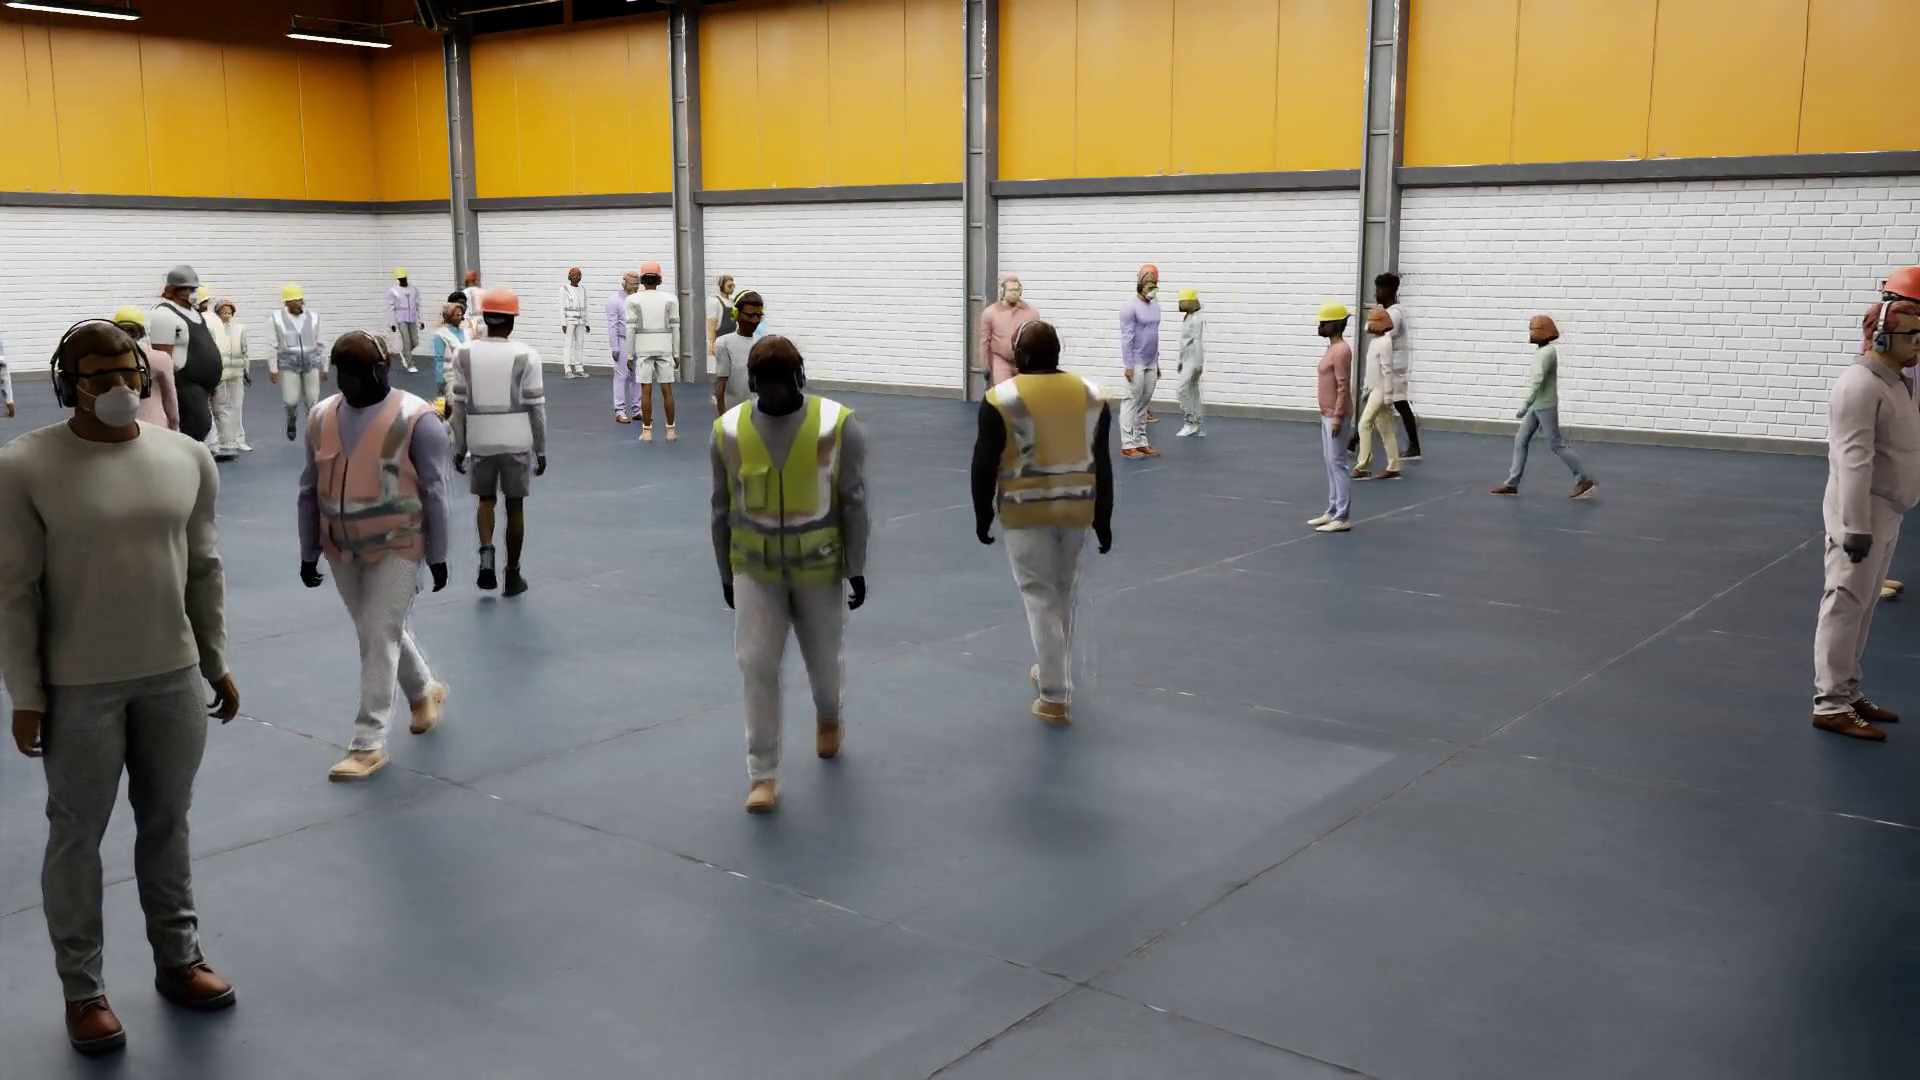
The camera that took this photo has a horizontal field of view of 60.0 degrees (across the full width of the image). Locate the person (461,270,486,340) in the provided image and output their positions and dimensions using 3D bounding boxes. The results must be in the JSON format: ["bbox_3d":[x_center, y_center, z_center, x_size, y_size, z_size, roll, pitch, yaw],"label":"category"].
[{"bbox_3d":[-7.763,-3.355,26.438,0.435,1.865,0.600,3,10,18],"label":"person"}]

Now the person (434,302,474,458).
[{"bbox_3d":[-5.284,-1.670,17.336,0.588,1.619,0.524,5,11,28],"label":"person"}]

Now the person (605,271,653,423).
[{"bbox_3d":[-4.128,-2.422,20.918,0.403,1.901,0.637,8,12,38],"label":"person"}]

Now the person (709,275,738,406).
[{"bbox_3d":[-3.143,-2.654,22.444,0.400,1.835,0.537,5,11,26],"label":"person"}]

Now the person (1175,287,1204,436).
[{"bbox_3d":[2.624,-2.047,19.225,0.522,1.721,0.512,-2,10,-9],"label":"person"}]

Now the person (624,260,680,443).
[{"bbox_3d":[-3.451,-2.110,18.681,0.609,2.044,0.394,-3,10,-17],"label":"person"}]

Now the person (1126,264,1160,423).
[{"bbox_3d":[2.305,-2.448,20.823,0.398,1.984,0.609,8,12,38],"label":"person"}]

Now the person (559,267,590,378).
[{"bbox_3d":[-6.585,-3.708,28.442,0.356,1.886,0.573,8,12,38],"label":"person"}]

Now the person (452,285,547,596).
[{"bbox_3d":[-2.826,-0.599,10.238,0.571,1.920,0.430,0,10,-2],"label":"person"}]

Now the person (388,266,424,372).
[{"bbox_3d":[-9.991,-3.964,29.899,0.605,1.895,0.658,-9,13,-43],"label":"person"}]

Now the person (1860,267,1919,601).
[{"bbox_3d":[5.710,-0.653,10.229,0.399,2.033,0.605,8,12,38],"label":"person"}]

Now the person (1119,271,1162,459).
[{"bbox_3d":[1.884,-1.811,17.263,0.373,1.933,0.627,8,12,38],"label":"person"}]

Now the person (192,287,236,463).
[{"bbox_3d":[-7.618,-1.652,16.700,0.584,1.813,0.613,0,10,1],"label":"person"}]

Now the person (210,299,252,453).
[{"bbox_3d":[-7.819,-1.746,17.740,0.313,1.639,0.513,8,12,38],"label":"person"}]

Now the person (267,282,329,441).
[{"bbox_3d":[-7.187,-1.894,18.088,0.644,1.808,0.532,-7,12,-35],"label":"person"}]

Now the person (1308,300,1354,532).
[{"bbox_3d":[2.832,-0.943,12.702,0.331,1.765,0.533,1,10,3],"label":"person"}]

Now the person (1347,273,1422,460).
[{"bbox_3d":[4.311,-1.771,17.078,1.001,1.909,0.623,1,10,8],"label":"person"}]

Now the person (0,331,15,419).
[{"bbox_3d":[-8.249,-1.205,13.924,1.028,1.879,0.543,6,12,32],"label":"person"}]

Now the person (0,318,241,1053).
[{"bbox_3d":[-2.270,0.376,4.511,0.373,1.941,0.627,8,12,38],"label":"person"}]

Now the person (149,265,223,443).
[{"bbox_3d":[-6.824,-1.434,14.753,0.540,2.000,0.685,-1,10,-5],"label":"person"}]

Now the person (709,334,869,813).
[{"bbox_3d":[-0.666,0.088,6.578,0.628,1.812,0.863,0,10,0],"label":"person"}]

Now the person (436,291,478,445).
[{"bbox_3d":[-5.582,-1.920,18.576,0.321,1.697,0.530,8,12,38],"label":"person"}]

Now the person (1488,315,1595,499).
[{"bbox_3d":[5.108,-1.154,14.430,0.847,1.594,0.497,2,10,10],"label":"person"}]

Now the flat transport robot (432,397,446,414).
[{"bbox_3d":[-6.367,-1.821,22.149,0.652,0.197,1.431,8,12,37],"label":"flat transport robot"}]

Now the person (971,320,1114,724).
[{"bbox_3d":[0.349,-0.101,7.703,0.624,1.803,0.863,-4,11,-23],"label":"person"}]

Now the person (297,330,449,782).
[{"bbox_3d":[-2.434,0.020,6.988,0.635,1.809,0.910,3,10,16],"label":"person"}]

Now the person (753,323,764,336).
[{"bbox_3d":[-2.262,-1.769,17.739,0.570,1.677,0.541,-2,10,-9],"label":"person"}]

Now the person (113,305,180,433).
[{"bbox_3d":[-5.877,-0.797,11.903,0.525,1.753,0.408,-3,10,-15],"label":"person"}]

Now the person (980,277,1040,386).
[{"bbox_3d":[0.580,-1.862,17.764,0.644,1.859,0.979,-2,10,-13],"label":"person"}]

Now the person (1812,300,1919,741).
[{"bbox_3d":[4.033,-0.094,7.340,0.403,1.911,0.637,8,12,38],"label":"person"}]

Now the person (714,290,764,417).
[{"bbox_3d":[-1.485,-0.803,11.599,0.330,1.865,0.518,8,12,38],"label":"person"}]

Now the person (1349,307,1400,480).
[{"bbox_3d":[3.828,-1.351,15.513,0.701,1.612,0.523,1,10,3],"label":"person"}]
